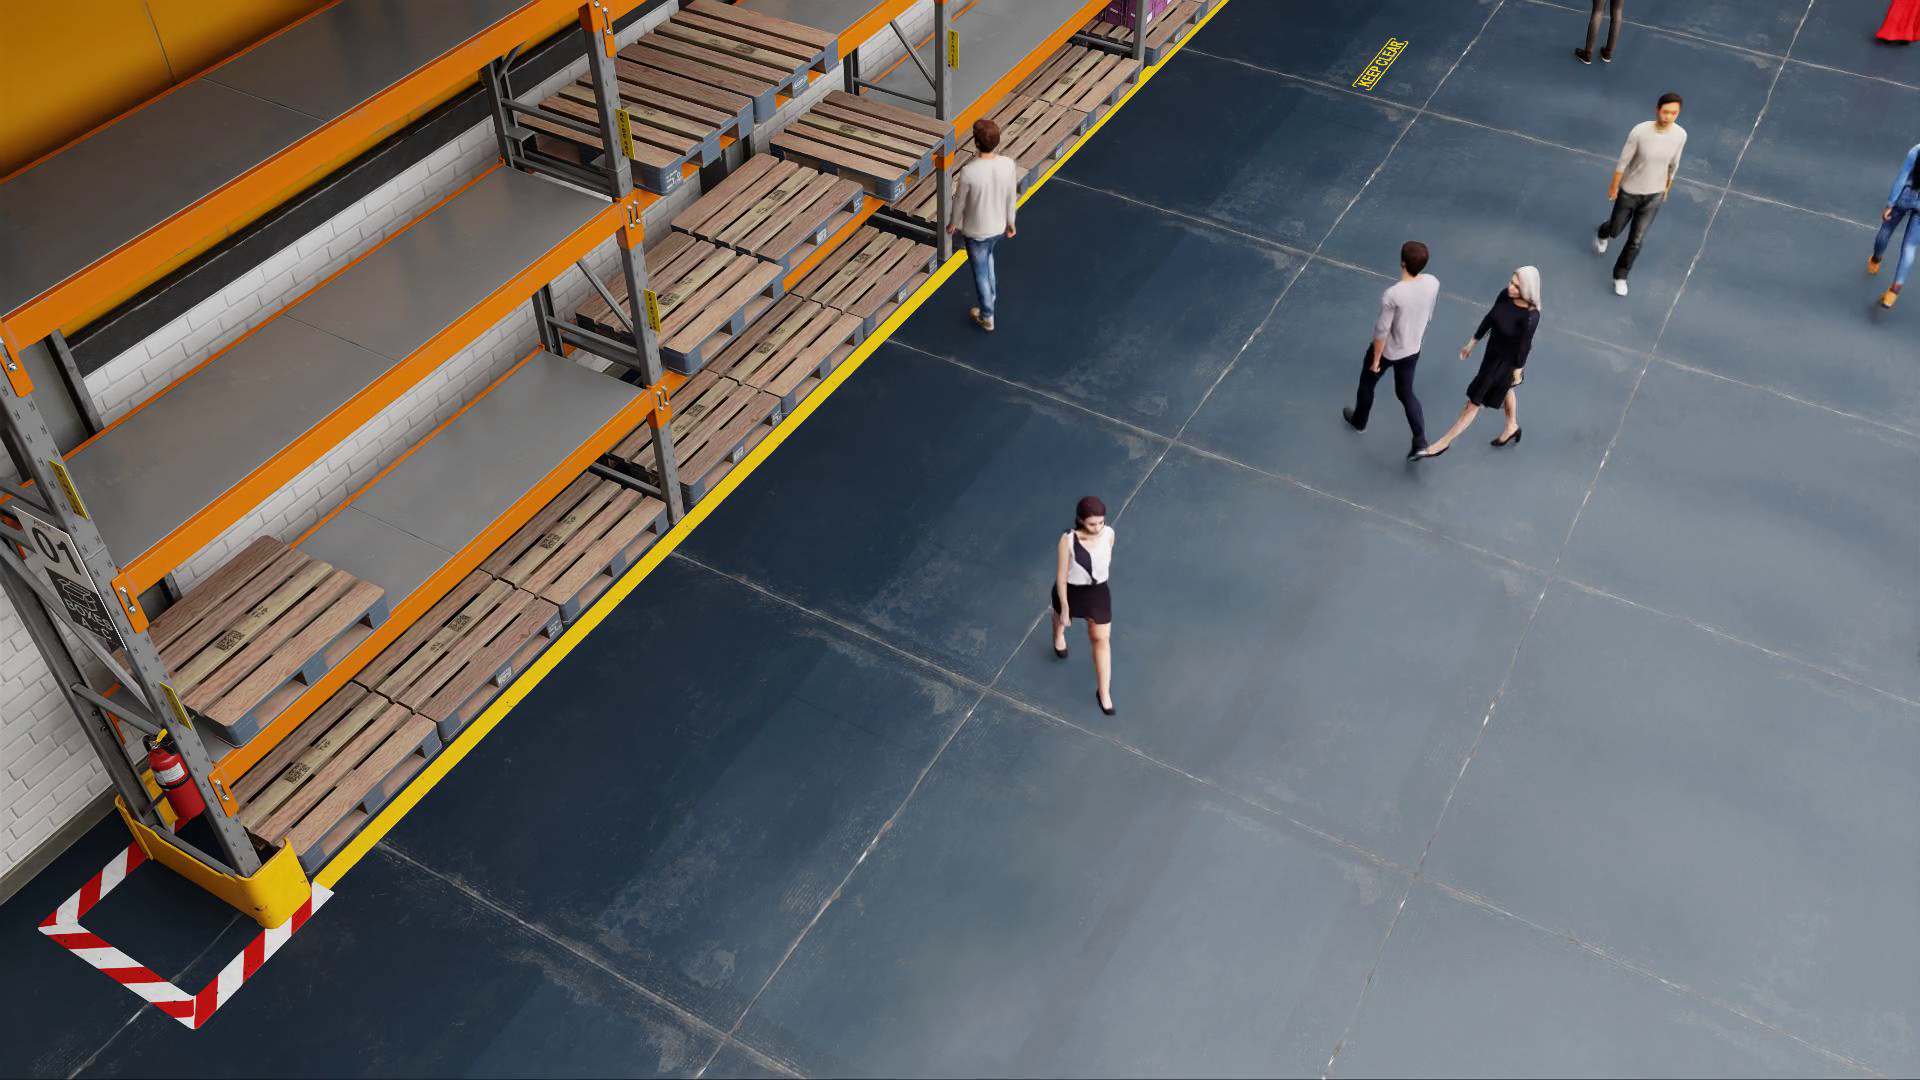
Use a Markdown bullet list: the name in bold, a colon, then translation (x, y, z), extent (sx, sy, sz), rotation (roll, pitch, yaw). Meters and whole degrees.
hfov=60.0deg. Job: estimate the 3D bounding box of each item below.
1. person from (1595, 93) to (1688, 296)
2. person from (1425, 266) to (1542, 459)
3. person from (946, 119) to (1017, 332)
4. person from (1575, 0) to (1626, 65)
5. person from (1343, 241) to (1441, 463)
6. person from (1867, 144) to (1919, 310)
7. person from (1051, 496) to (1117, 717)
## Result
- **person**: translation (5.786, -3.025, 14.183), extent (0.910, 1.793, 1.087), rotation (3, 44, 3)
- **person**: translation (4.112, -1.331, 12.469), extent (1.131, 1.706, 1.116), rotation (-8, 44, -8)
- **person**: translation (0.242, -2.509, 13.570), extent (0.796, 1.892, 0.868), rotation (-22, 48, -21)
- **person**: translation (6.724, -5.776, 17.067), extent (0.740, 1.799, 0.758), rotation (-4, 44, -4)
- **person**: translation (3.325, -1.380, 12.439), extent (1.152, 1.818, 1.161), rotation (-14, 45, -15)
- **person**: translation (8.020, -2.728, 13.962), extent (0.745, 1.669, 1.234), rotation (15, 46, 15)
- **person**: translation (0.746, 0.307, 10.826), extent (1.060, 1.601, 1.079), rotation (-13, 45, -13)
